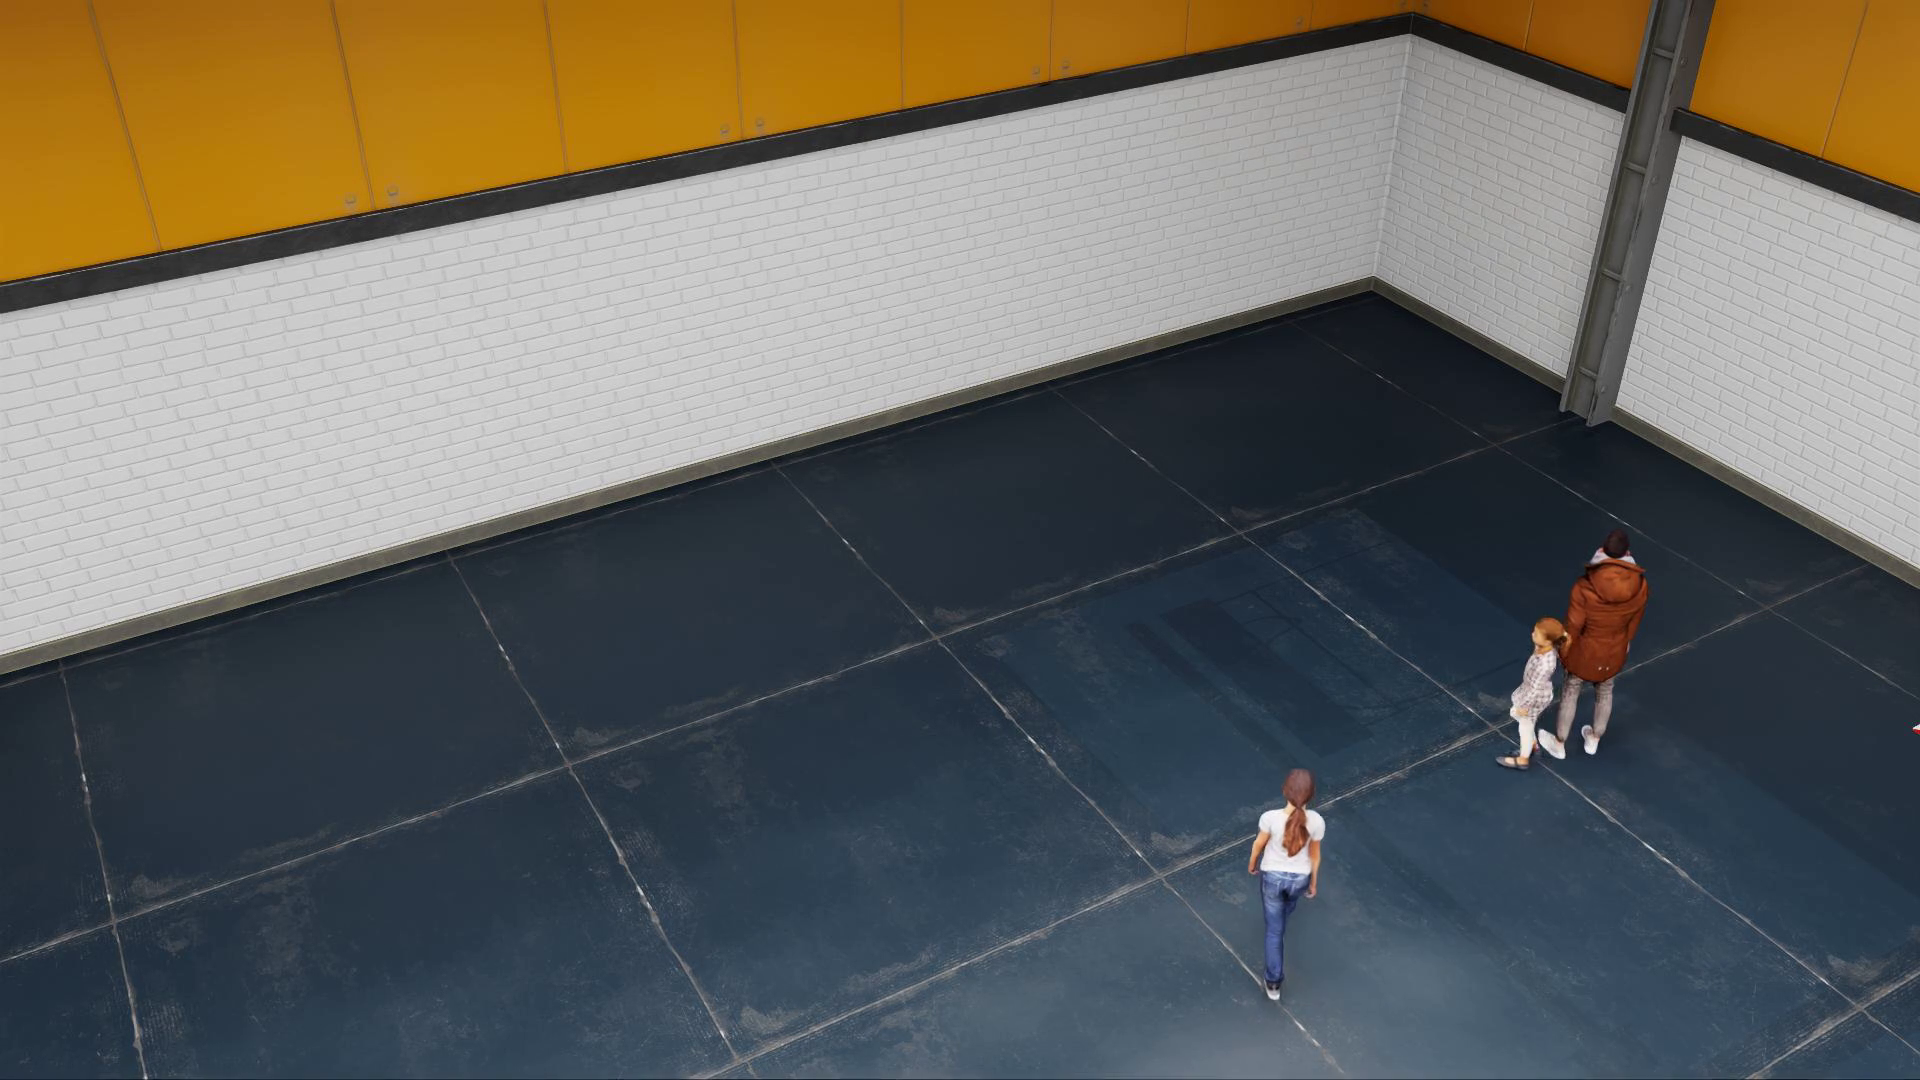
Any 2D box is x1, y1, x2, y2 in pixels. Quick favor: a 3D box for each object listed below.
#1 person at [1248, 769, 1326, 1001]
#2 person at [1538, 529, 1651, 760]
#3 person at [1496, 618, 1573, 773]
[{"bbox_3d":[1.914,2.036,9.792,0.934,1.518,1.089,3,34,4],"label":"person"},{"bbox_3d":[4.386,0.736,11.460,0.825,1.837,0.843,-2,34,-4],"label":"person"},{"bbox_3d":[4.018,1.078,11.427,0.677,1.304,0.631,13,36,19],"label":"person"}]
